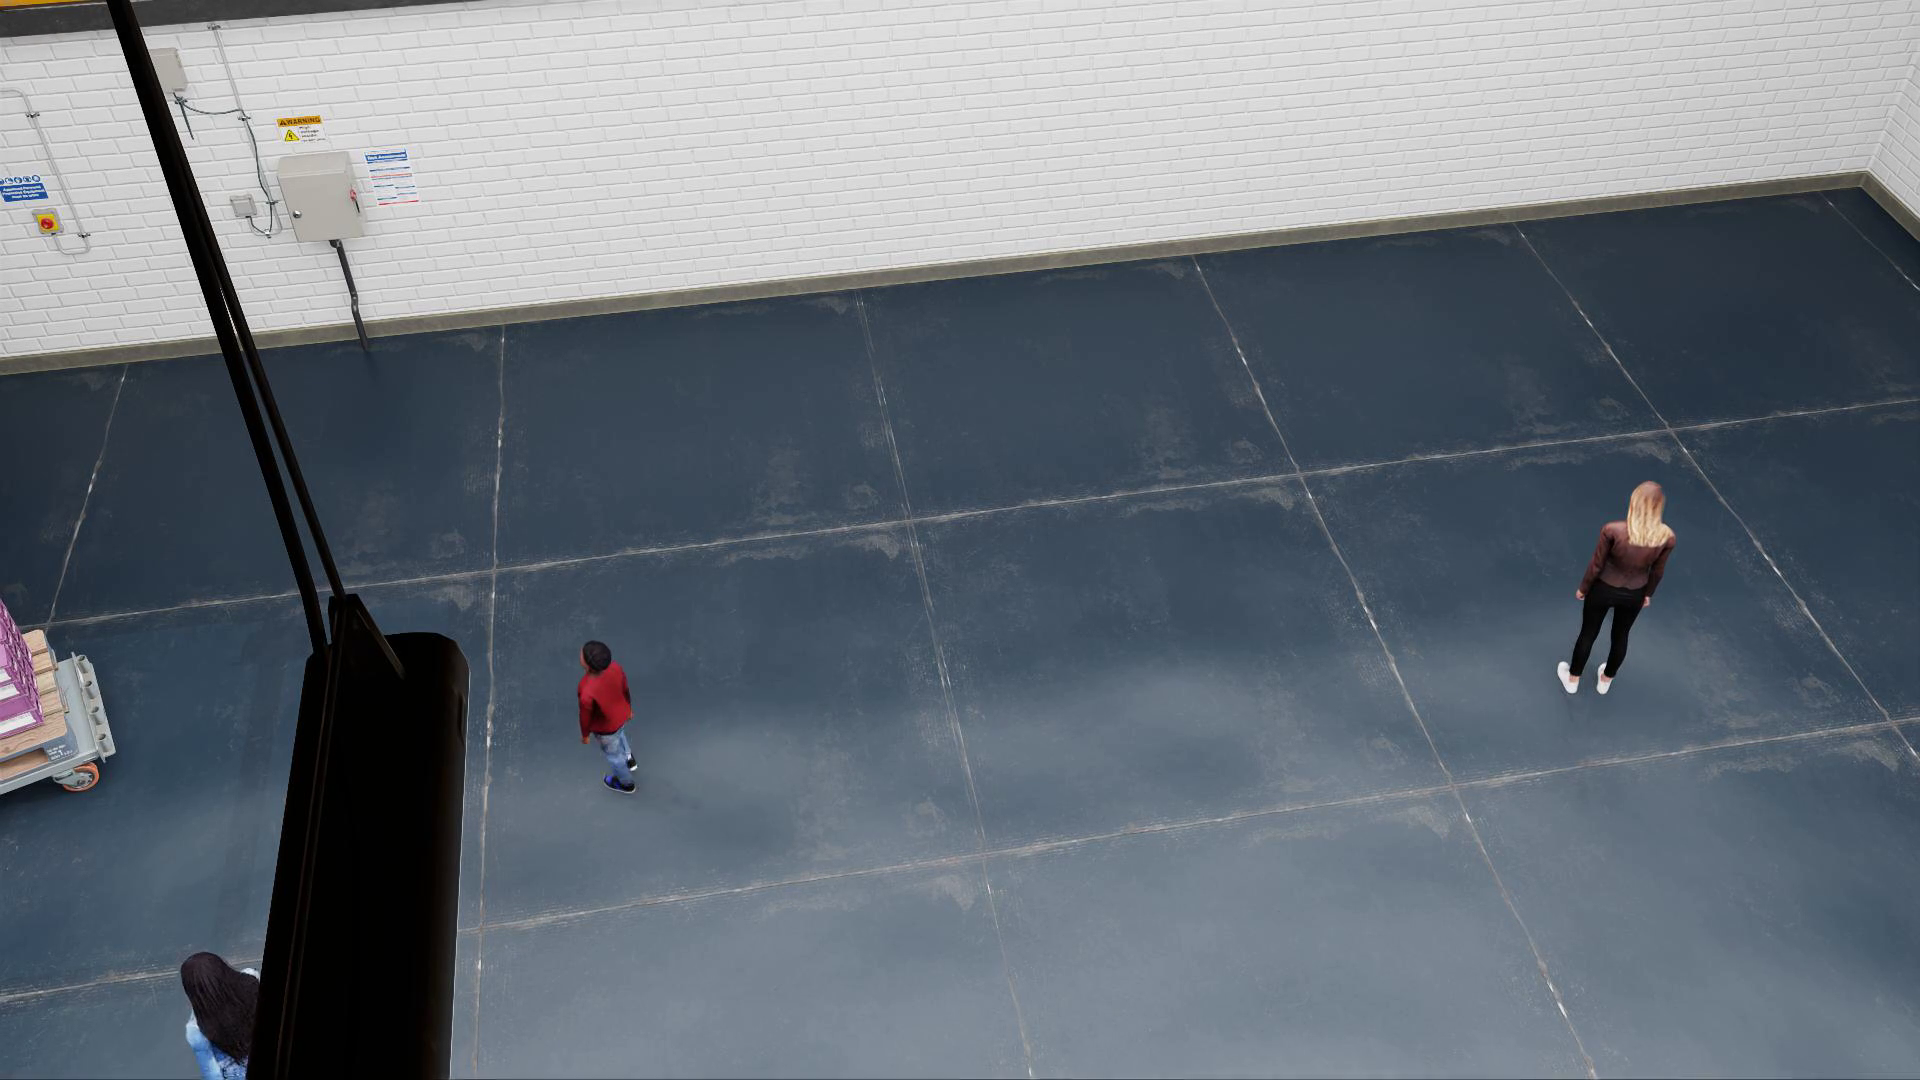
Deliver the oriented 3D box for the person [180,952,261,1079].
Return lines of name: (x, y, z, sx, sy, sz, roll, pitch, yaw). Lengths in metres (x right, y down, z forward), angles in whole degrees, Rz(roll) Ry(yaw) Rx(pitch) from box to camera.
person: (-3.366, 2.572, 8.073, 0.861, 1.707, 0.803, 23, 48, 22)

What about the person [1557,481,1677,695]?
person: (4.123, 0.323, 10.437, 0.661, 1.702, 0.604, 5, 44, 5)

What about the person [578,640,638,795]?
person: (-2.058, 1.082, 9.971, 0.642, 1.247, 0.562, 18, 46, 18)
